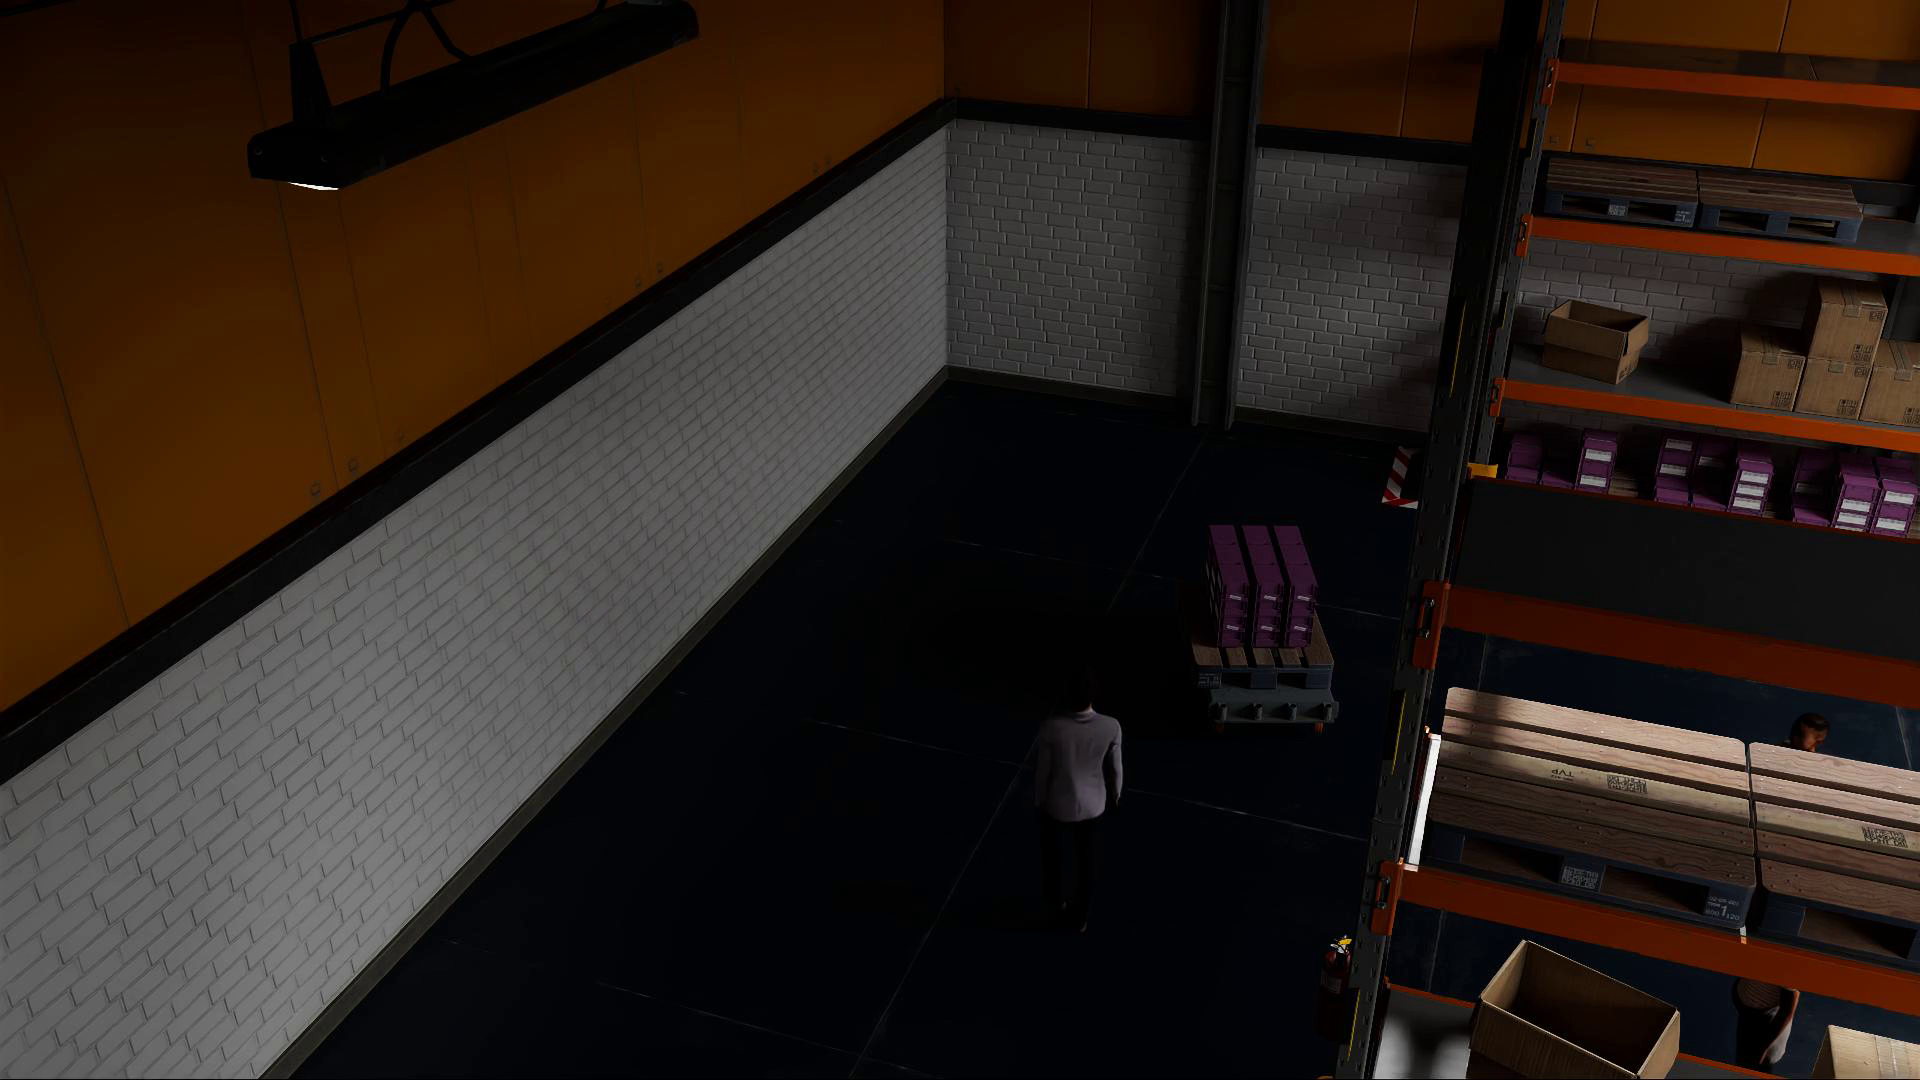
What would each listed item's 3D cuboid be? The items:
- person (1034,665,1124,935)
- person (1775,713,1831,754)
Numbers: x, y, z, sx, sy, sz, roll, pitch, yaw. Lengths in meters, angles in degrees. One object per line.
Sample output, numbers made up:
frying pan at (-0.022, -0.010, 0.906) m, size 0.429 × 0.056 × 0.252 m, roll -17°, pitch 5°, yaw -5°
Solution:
person at (0.699, 1.625, 10.027) m, size 0.734 × 1.834 × 0.860 m, roll -1°, pitch 29°, yaw -2°
person at (5.159, 1.696, 10.297) m, size 0.881 × 1.452 × 0.820 m, roll -12°, pitch 31°, yaw -21°
